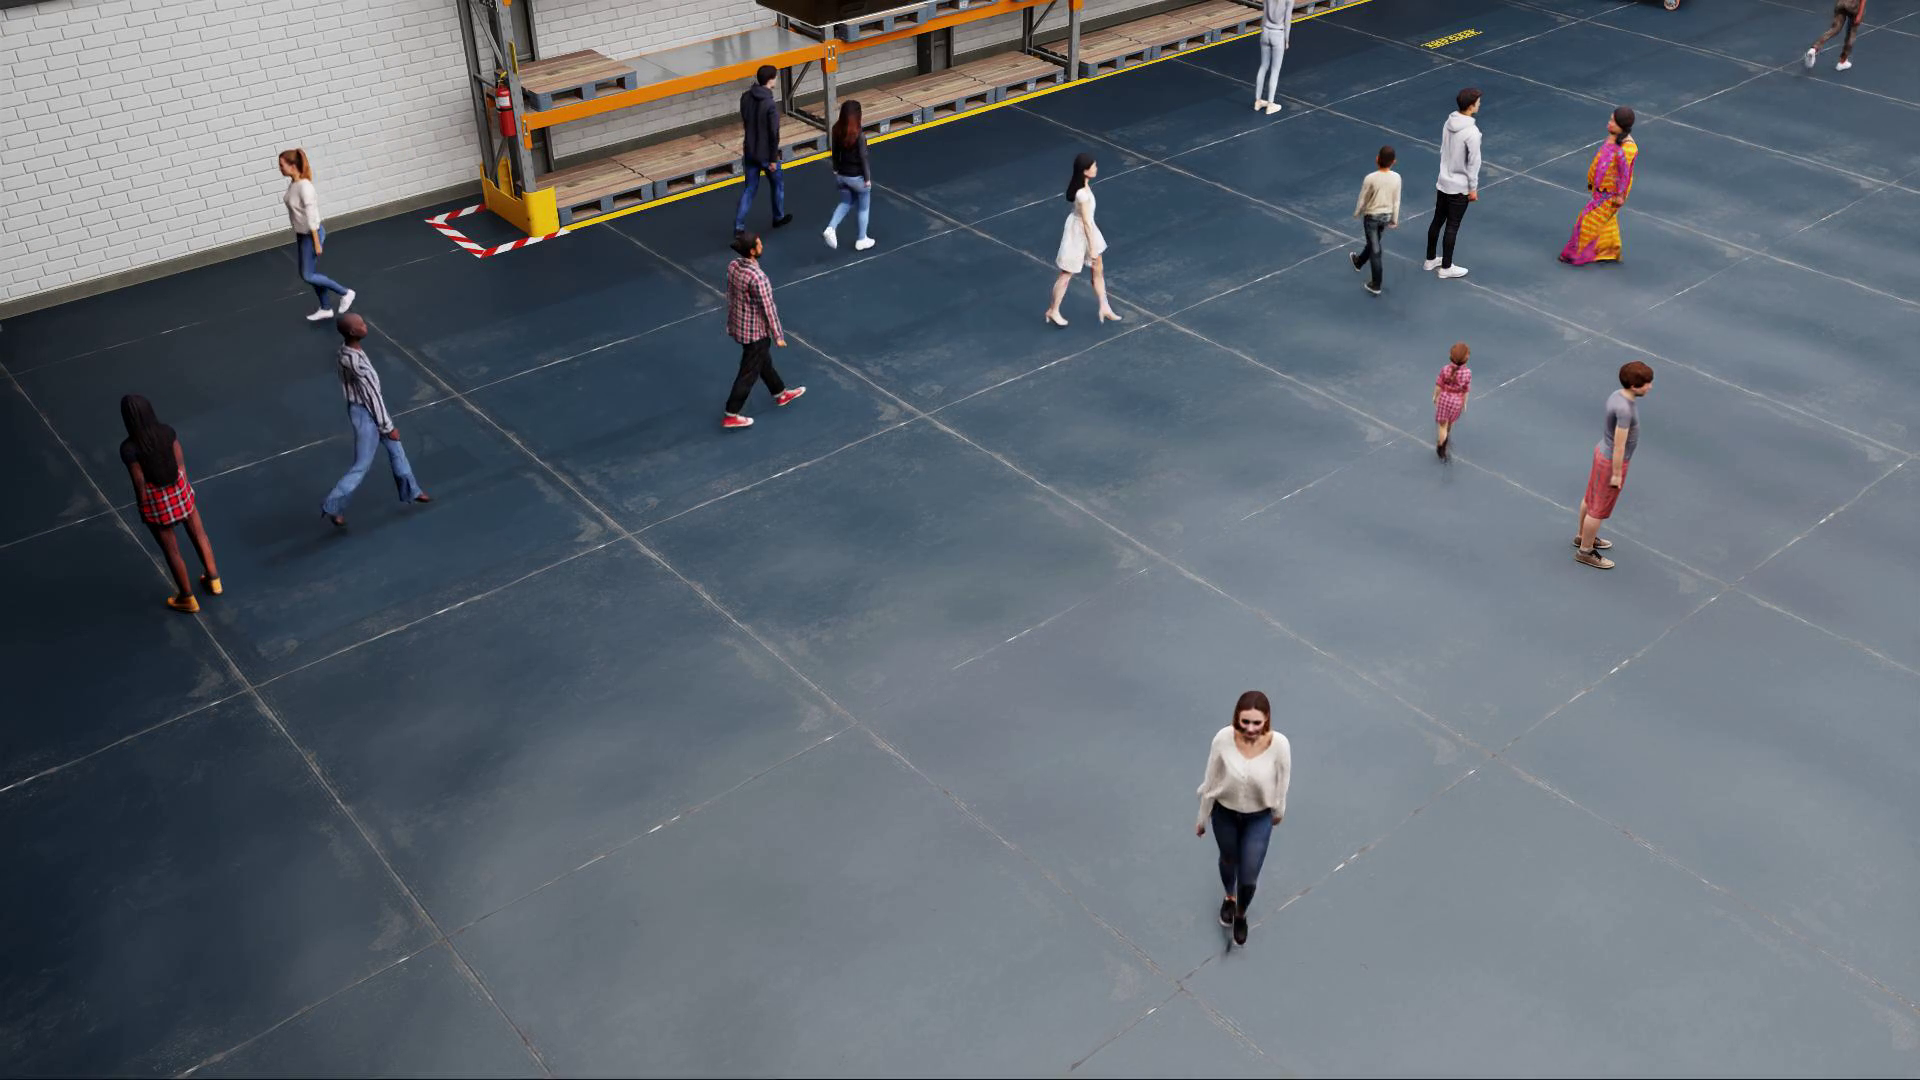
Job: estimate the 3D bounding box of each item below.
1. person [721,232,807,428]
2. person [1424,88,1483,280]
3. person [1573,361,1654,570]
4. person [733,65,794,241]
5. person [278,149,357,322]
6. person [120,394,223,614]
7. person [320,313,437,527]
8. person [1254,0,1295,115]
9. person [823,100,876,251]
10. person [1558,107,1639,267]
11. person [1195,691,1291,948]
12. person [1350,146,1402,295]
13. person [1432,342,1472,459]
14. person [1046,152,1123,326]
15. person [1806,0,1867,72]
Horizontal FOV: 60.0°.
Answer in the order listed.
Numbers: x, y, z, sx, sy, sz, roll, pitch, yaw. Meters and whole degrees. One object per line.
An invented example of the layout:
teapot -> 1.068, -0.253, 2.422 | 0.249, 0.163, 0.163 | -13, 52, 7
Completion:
person -> -1.828, -1.751, 14.129 | 1.148, 1.725, 0.773 | -21, 39, -28
person -> 4.968, -3.596, 16.719 | 0.695, 1.930, 0.737 | -15, 36, -21
person -> 4.870, -0.590, 12.450 | 0.725, 1.651, 0.634 | 9, 35, 13
person -> -2.153, -4.002, 17.415 | 0.935, 1.838, 1.286 | 18, 38, 25
person -> -6.124, -2.897, 15.869 | 0.732, 1.709, 0.658 | -21, 39, -28
person -> -5.683, -0.279, 11.912 | 0.769, 1.728, 0.666 | 15, 37, 22
person -> -4.640, -0.870, 12.777 | 1.177, 1.755, 0.823 | -14, 36, -20
person -> 3.936, -6.289, 20.895 | 0.526, 1.793, 0.598 | -28, 43, -36
person -> -1.163, -3.727, 17.201 | 0.723, 1.616, 0.916 | 26, 42, 33
person -> 6.694, -3.599, 16.983 | 1.056, 1.644, 0.980 | 0, 34, 1
person -> 1.577, 1.483, 9.306 | 0.771, 1.678, 0.811 | 9, 35, 13
person -> 4.158, -3.133, 16.474 | 0.982, 1.430, 0.866 | -8, 34, -12
person -> 4.092, -1.160, 13.895 | 0.680, 1.001, 0.772 | 7, 34, 10
person -> 1.024, -2.779, 15.660 | 1.070, 1.744, 0.967 | 0, 34, -1
person -> 11.782, -7.069, 22.173 | 1.106, 1.677, 0.710 | -17, 37, -24
